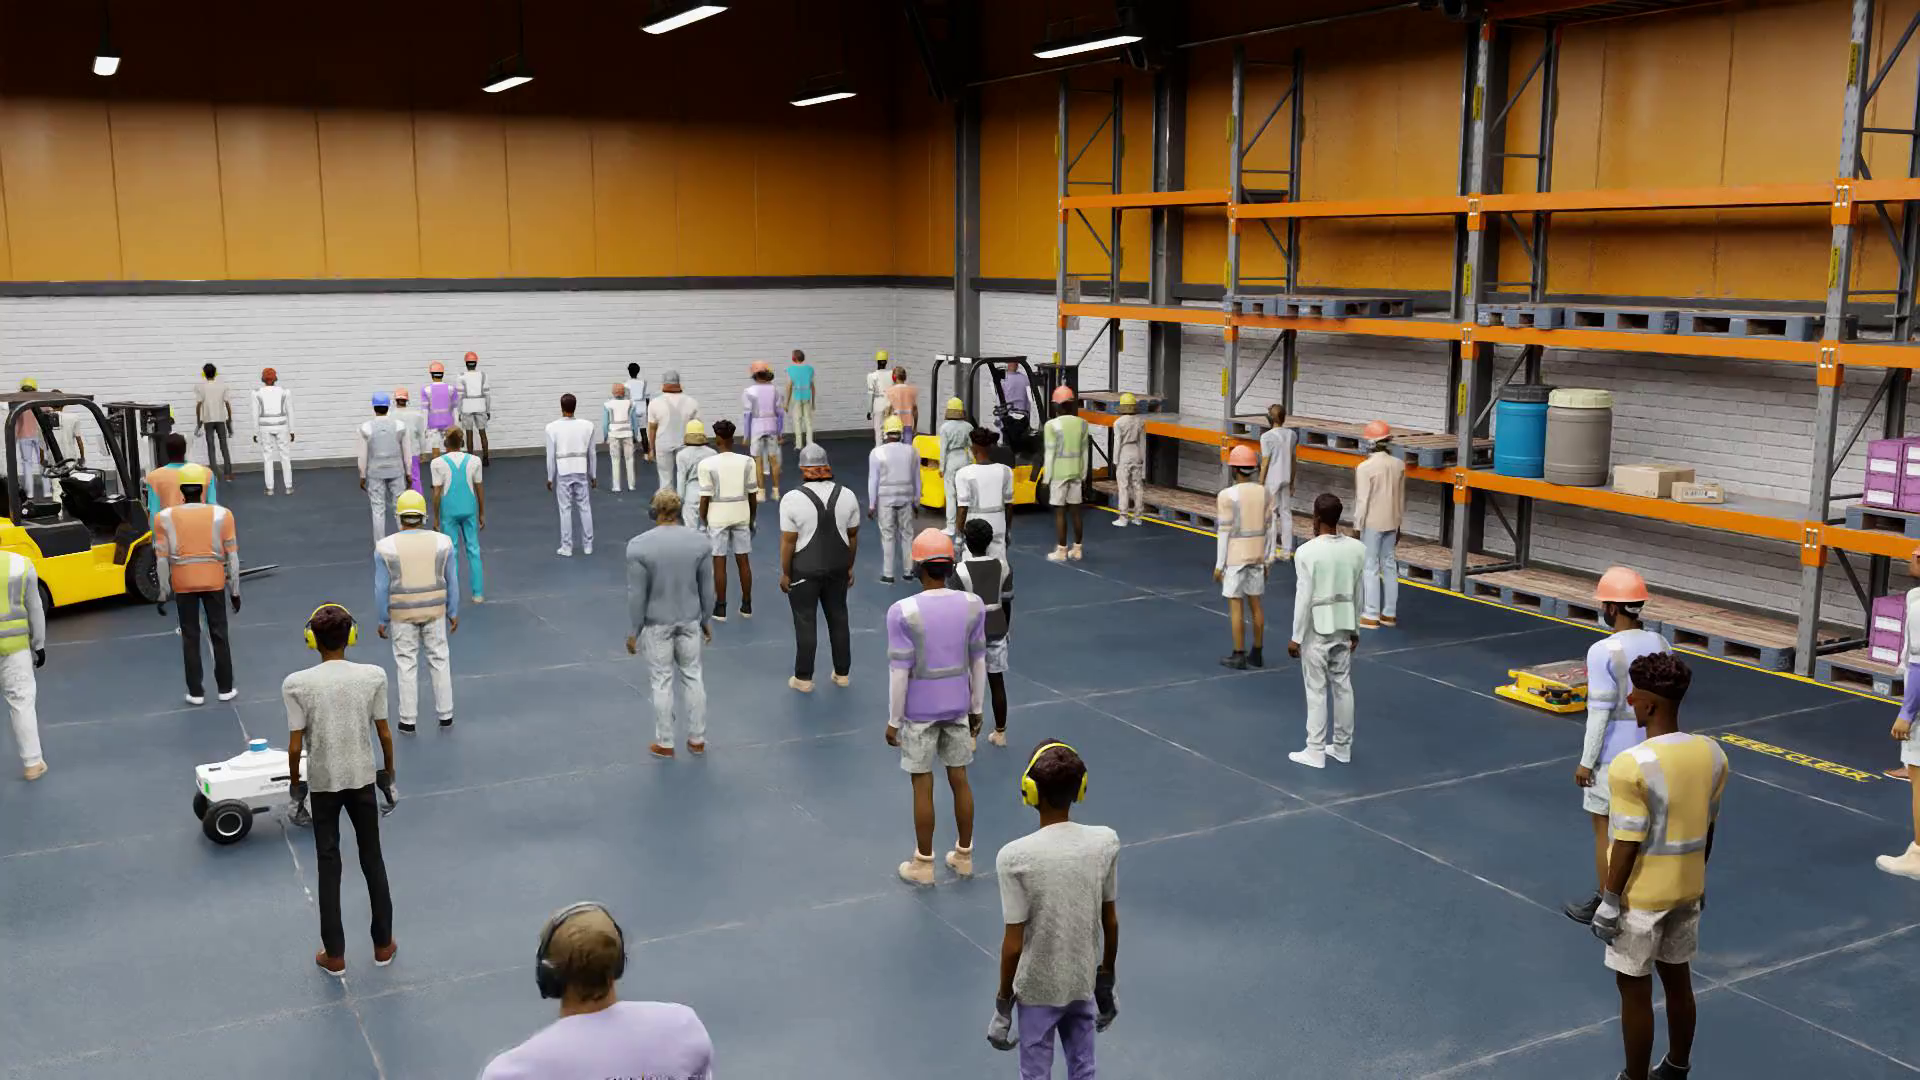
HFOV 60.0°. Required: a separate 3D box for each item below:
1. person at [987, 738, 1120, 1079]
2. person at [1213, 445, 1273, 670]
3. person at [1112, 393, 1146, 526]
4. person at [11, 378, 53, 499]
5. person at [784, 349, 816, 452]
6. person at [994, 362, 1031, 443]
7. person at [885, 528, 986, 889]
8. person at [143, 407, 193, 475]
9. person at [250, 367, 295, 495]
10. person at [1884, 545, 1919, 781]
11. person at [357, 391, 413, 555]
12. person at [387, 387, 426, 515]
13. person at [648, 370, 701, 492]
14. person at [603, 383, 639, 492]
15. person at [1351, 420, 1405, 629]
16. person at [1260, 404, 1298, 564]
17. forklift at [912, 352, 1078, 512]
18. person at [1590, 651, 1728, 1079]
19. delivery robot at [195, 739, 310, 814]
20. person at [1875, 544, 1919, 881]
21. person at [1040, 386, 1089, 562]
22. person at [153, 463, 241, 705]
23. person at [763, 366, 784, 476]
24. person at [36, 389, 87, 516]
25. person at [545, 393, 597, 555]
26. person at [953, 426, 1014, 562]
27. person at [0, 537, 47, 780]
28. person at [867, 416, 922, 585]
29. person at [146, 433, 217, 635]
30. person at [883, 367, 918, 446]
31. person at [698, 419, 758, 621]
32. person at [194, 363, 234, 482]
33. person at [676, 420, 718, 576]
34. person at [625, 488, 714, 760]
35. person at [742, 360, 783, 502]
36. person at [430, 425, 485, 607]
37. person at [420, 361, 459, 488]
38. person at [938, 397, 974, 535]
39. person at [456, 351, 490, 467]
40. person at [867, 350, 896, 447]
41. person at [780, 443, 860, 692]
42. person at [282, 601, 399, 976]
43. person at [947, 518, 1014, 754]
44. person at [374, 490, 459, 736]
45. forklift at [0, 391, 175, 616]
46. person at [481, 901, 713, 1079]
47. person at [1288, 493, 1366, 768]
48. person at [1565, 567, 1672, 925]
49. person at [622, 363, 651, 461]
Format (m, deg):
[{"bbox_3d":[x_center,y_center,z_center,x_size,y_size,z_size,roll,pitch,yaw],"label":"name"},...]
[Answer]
[{"bbox_3d":[0.338,1.630,5.974,0.533,1.868,0.310,-5,11,-28],"label":"person"},{"bbox_3d":[2.424,0.154,14.346,0.550,1.926,0.460,-5,11,-25],"label":"person"},{"bbox_3d":[2.194,-1.051,21.775,0.492,1.740,0.324,-5,11,-28],"label":"person"},{"bbox_3d":[-13.472,-1.464,24.164,0.557,1.762,0.353,-4,11,-22],"label":"person"},{"bbox_3d":[-2.842,-2.485,29.793,0.607,1.832,0.382,-7,12,-34],"label":"person"},{"bbox_3d":[0.828,-1.997,26.745,0.651,1.906,0.403,-5,11,-28],"label":"person"},{"bbox_3d":[-0.152,0.944,9.422,0.614,2.040,0.390,-5,11,-28],"label":"person"},{"bbox_3d":[-9.425,-0.726,19.837,0.533,1.767,0.325,-5,11,-28],"label":"person"},{"bbox_3d":[-10.144,-1.610,24.576,0.584,1.883,0.337,-5,11,-28],"label":"person"},{"bbox_3d":[6.537,0.827,11.273,0.507,1.630,0.268,-5,11,-28],"label":"person"},{"bbox_3d":[-6.782,-0.782,19.632,0.615,1.945,0.404,-5,11,-28],"label":"person"},{"bbox_3d":[-7.543,-1.195,22.570,0.572,1.748,0.342,-5,11,-28],"label":"person"},{"bbox_3d":[-3.793,-1.253,22.076,0.702,2.000,0.536,-4,10,-19],"label":"person"},{"bbox_3d":[-5.069,-1.527,24.858,0.544,1.628,0.340,-3,10,-19],"label":"person"},{"bbox_3d":[3.974,-0.148,15.880,0.645,1.988,0.411,-7,12,-34],"label":"person"},{"bbox_3d":[3.647,-0.647,19.157,0.515,1.842,0.328,-5,11,-28],"label":"person"},{"bbox_3d":[0.460,-1.461,22.833,2.313,2.155,1.214,-5,11,-28],"label":"forklift"},{"bbox_3d":[2.859,1.426,6.872,0.613,1.961,0.368,-5,11,-28],"label":"person"},{"bbox_3d":[-4.347,1.481,10.340,0.707,0.478,0.477,-6,12,-32],"label":"delivery robot"},{"bbox_3d":[5.557,0.926,9.526,0.614,2.040,0.390,-5,11,-28],"label":"person"},{"bbox_3d":[1.200,-0.760,19.265,0.639,2.037,0.416,-7,12,-34],"label":"person"},{"bbox_3d":[-6.059,0.350,13.233,0.607,1.912,0.458,-5,11,-25],"label":"person"},{"bbox_3d":[-3.072,-1.913,26.688,0.549,1.760,0.349,-7,12,-34],"label":"person"},{"bbox_3d":[-11.278,-0.961,20.903,0.533,1.864,0.310,-5,11,-28],"label":"person"},{"bbox_3d":[-4.584,-0.772,19.659,0.596,1.916,0.372,-5,11,-28],"label":"person"},{"bbox_3d":[0.216,-0.080,15.542,0.613,1.961,0.368,-5,11,-28],"label":"person"},{"bbox_3d":[-6.517,0.734,11.219,0.633,1.839,0.429,-5,11,-28],"label":"person"},{"bbox_3d":[-0.703,-0.420,17.944,0.612,1.821,0.407,-4,11,-21],"label":"person"},{"bbox_3d":[-7.219,-0.040,15.524,0.632,1.905,0.390,-7,12,-34],"label":"person"},{"bbox_3d":[-0.891,-1.705,25.246,0.570,1.840,0.373,-5,11,-28],"label":"person"},{"bbox_3d":[-2.264,-0.196,16.210,0.613,1.961,0.368,-5,11,-28],"label":"person"},{"bbox_3d":[-11.618,-1.821,25.912,0.587,1.856,0.344,-7,12,-34],"label":"person"},{"bbox_3d":[-2.894,-0.454,18.340,0.492,1.740,0.324,-5,11,-28],"label":"person"},{"bbox_3d":[-2.048,0.599,11.792,0.654,1.927,0.433,-6,11,-30],"label":"person"},{"bbox_3d":[-2.838,-1.553,23.888,0.652,2.030,0.435,-7,12,-34],"label":"person"},{"bbox_3d":[-5.067,-0.241,16.815,0.515,1.843,0.326,-5,11,-28],"label":"person"},{"bbox_3d":[-7.863,-1.734,25.151,0.551,1.932,0.378,-5,11,-28],"label":"person"},{"bbox_3d":[-0.058,-0.936,21.109,0.492,1.742,0.319,-5,11,-28],"label":"person"},{"bbox_3d":[-8.091,-2.169,27.649,0.551,1.934,0.373,-5,11,-28],"label":"person"},{"bbox_3d":[-1.306,-2.227,28.012,0.594,1.924,0.381,-5,11,-28],"label":"person"},{"bbox_3d":[-1.190,0.210,13.651,0.688,2.000,0.536,-5,11,-28],"label":"person"},{"bbox_3d":[-3.077,1.231,8.281,0.533,1.864,0.309,-5,11,-28],"label":"person"},{"bbox_3d":[0.138,0.684,11.913,0.540,1.695,0.317,-5,11,-28],"label":"person"},{"bbox_3d":[-4.033,0.539,12.362,0.600,1.829,0.404,-5,11,-28],"label":"person"},{"bbox_3d":[-9.026,-0.363,16.508,1.214,2.155,2.313,6,11,29],"label":"forklift"},{"bbox_3d":[-0.930,1.884,4.367,0.657,1.926,0.402,-7,12,-37],"label":"person"},{"bbox_3d":[2.562,0.630,11.588,0.596,1.916,0.372,-5,11,-28],"label":"person"},{"bbox_3d":[3.475,1.100,8.836,0.551,1.932,0.378,-5,11,-28],"label":"person"},{"bbox_3d":[-5.537,-2.176,28.377,0.540,1.695,0.317,-5,11,-28],"label":"person"}]
